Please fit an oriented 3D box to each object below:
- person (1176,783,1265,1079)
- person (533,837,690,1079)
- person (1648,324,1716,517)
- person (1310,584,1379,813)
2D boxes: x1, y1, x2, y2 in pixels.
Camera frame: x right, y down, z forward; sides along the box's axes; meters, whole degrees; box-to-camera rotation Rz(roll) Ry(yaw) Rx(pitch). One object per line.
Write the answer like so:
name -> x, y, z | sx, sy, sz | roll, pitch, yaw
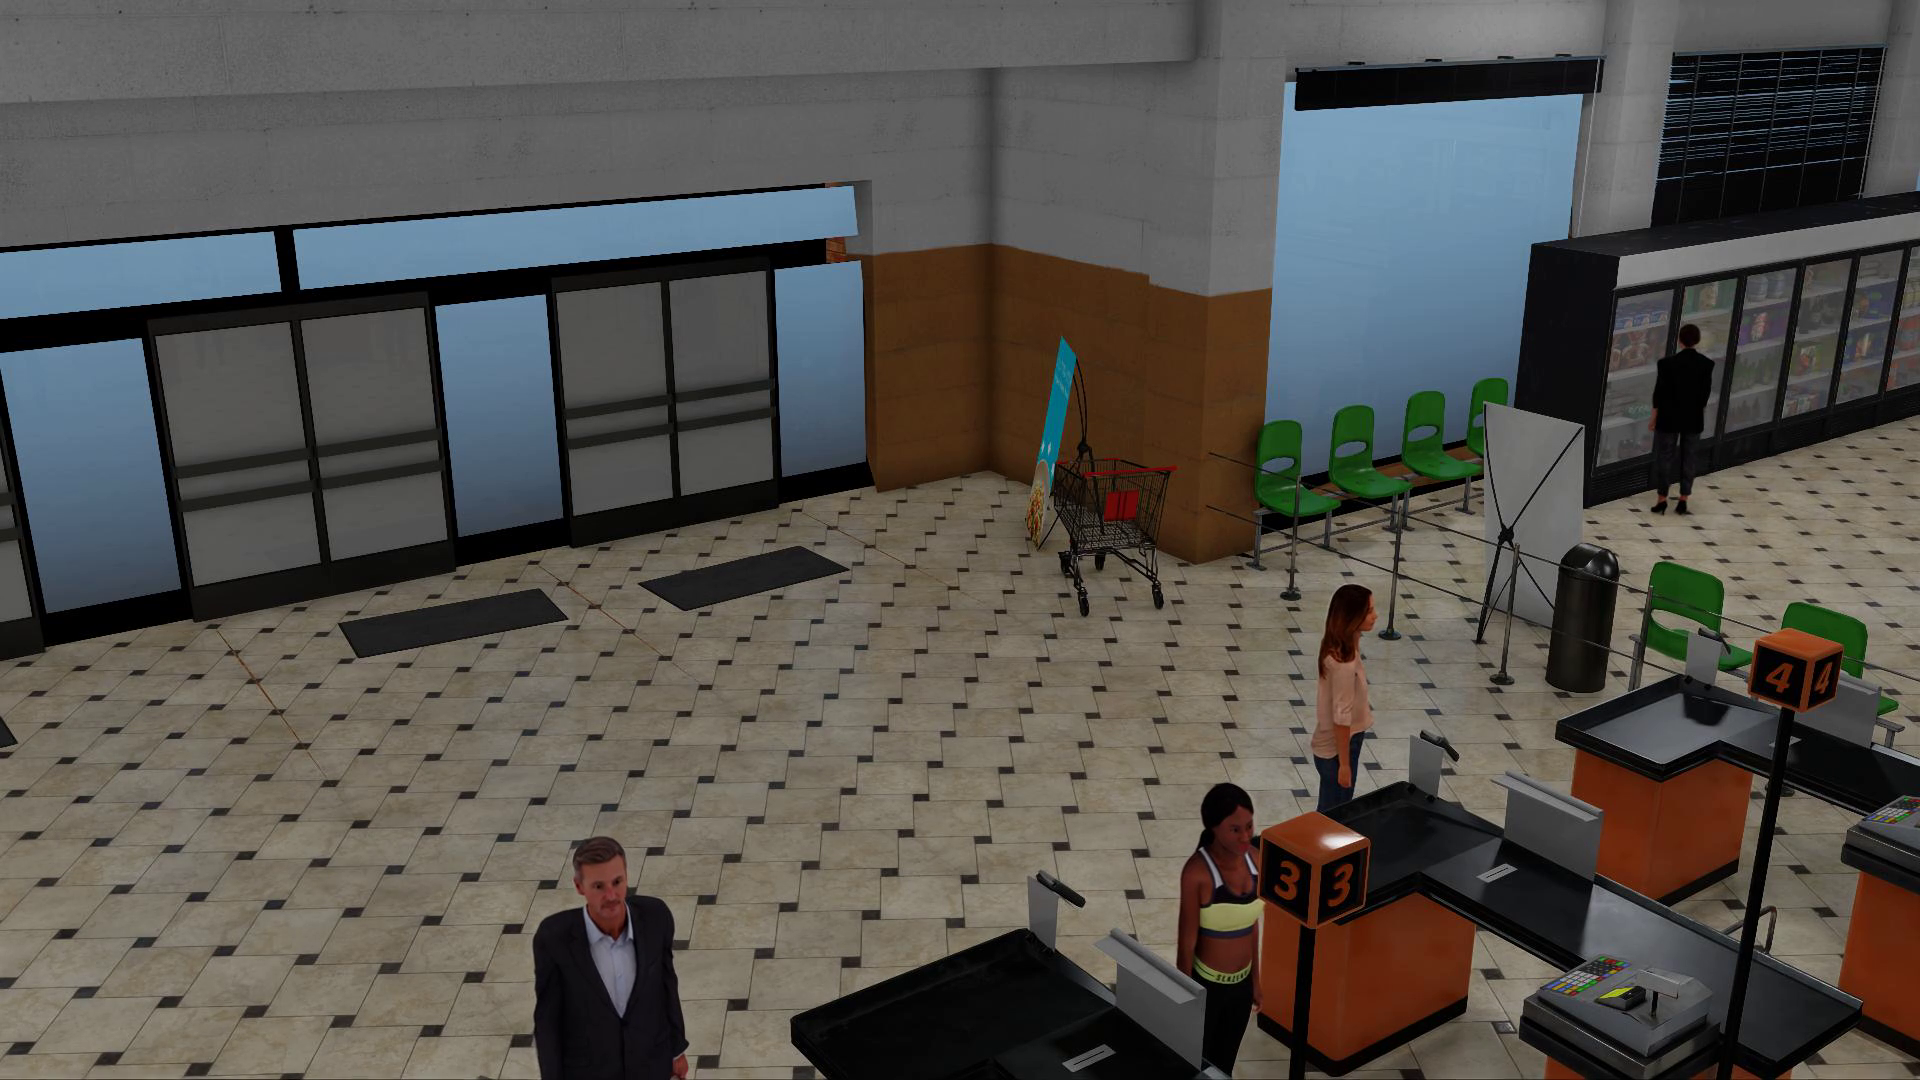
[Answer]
person -> 0.976, 1.738, 6.442 | 0.566, 1.754, 0.513 | -11, 22, -30
person -> -1.230, 1.871, 5.911 | 0.725, 1.842, 0.615 | -11, 21, -29
person -> 6.411, -1.064, 14.808 | 0.733, 1.717, 0.782 | 2, 19, 7
person -> 1.896, 1.062, 8.387 | 0.720, 1.792, 0.665 | 4, 19, 11
